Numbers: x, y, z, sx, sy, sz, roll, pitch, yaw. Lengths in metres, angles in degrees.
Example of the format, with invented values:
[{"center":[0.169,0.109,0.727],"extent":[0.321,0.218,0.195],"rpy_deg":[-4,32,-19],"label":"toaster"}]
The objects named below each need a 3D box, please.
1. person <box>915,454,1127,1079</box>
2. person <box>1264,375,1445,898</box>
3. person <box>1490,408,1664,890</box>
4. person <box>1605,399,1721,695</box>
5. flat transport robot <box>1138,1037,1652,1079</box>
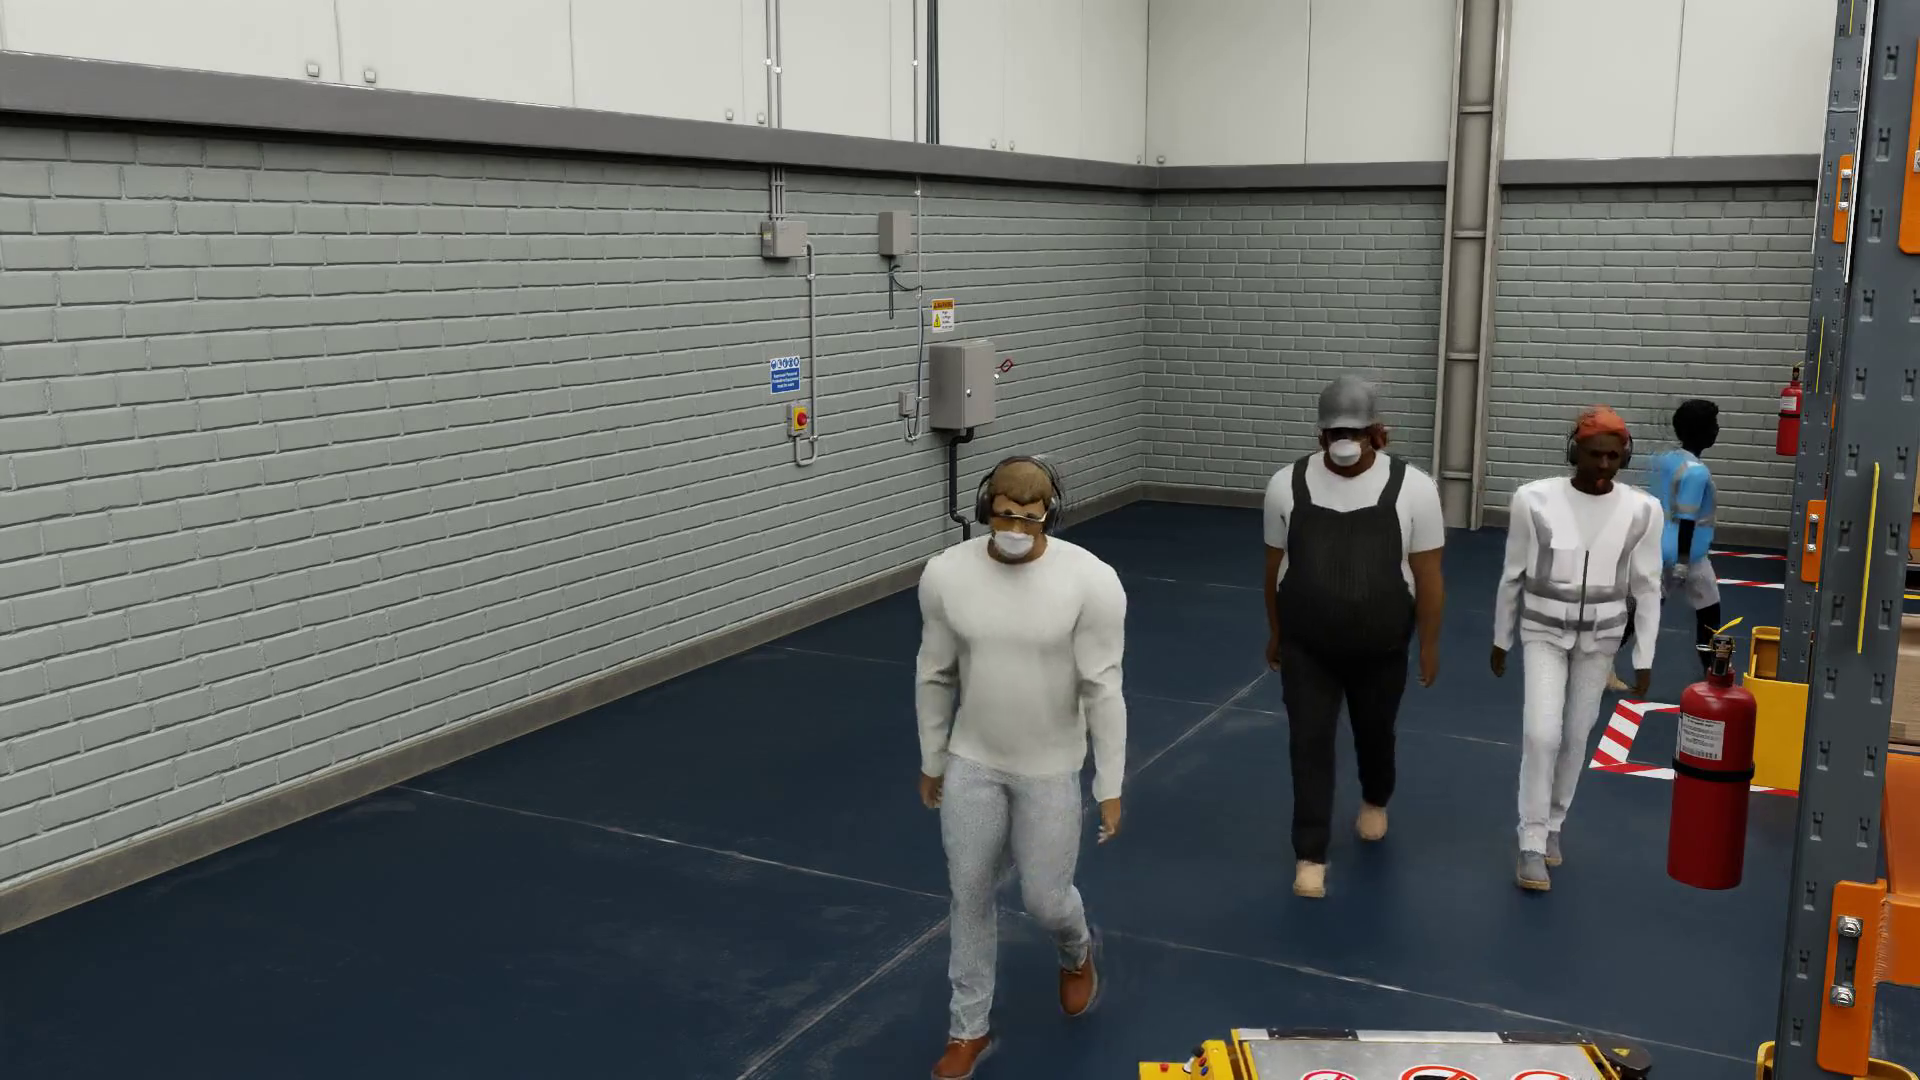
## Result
[{"center":[0.200,0.662,4.996],"extent":[0.676,1.913,0.609],"rpy_deg":[4,11,20],"label":"person"},{"center":[1.547,0.301,6.605],"extent":[0.715,2.000,0.971],"rpy_deg":[3,11,18],"label":"person"},{"center":[2.383,0.426,6.410],"extent":[0.596,1.855,0.788],"rpy_deg":[2,11,9],"label":"person"},{"center":[3.852,0.057,8.993],"extent":[0.858,1.661,0.538],"rpy_deg":[1,10,5],"label":"person"},{"center":[1.225,1.570,4.511],"extent":[1.431,0.197,0.652],"rpy_deg":[0,10,2],"label":"flat transport robot"}]
